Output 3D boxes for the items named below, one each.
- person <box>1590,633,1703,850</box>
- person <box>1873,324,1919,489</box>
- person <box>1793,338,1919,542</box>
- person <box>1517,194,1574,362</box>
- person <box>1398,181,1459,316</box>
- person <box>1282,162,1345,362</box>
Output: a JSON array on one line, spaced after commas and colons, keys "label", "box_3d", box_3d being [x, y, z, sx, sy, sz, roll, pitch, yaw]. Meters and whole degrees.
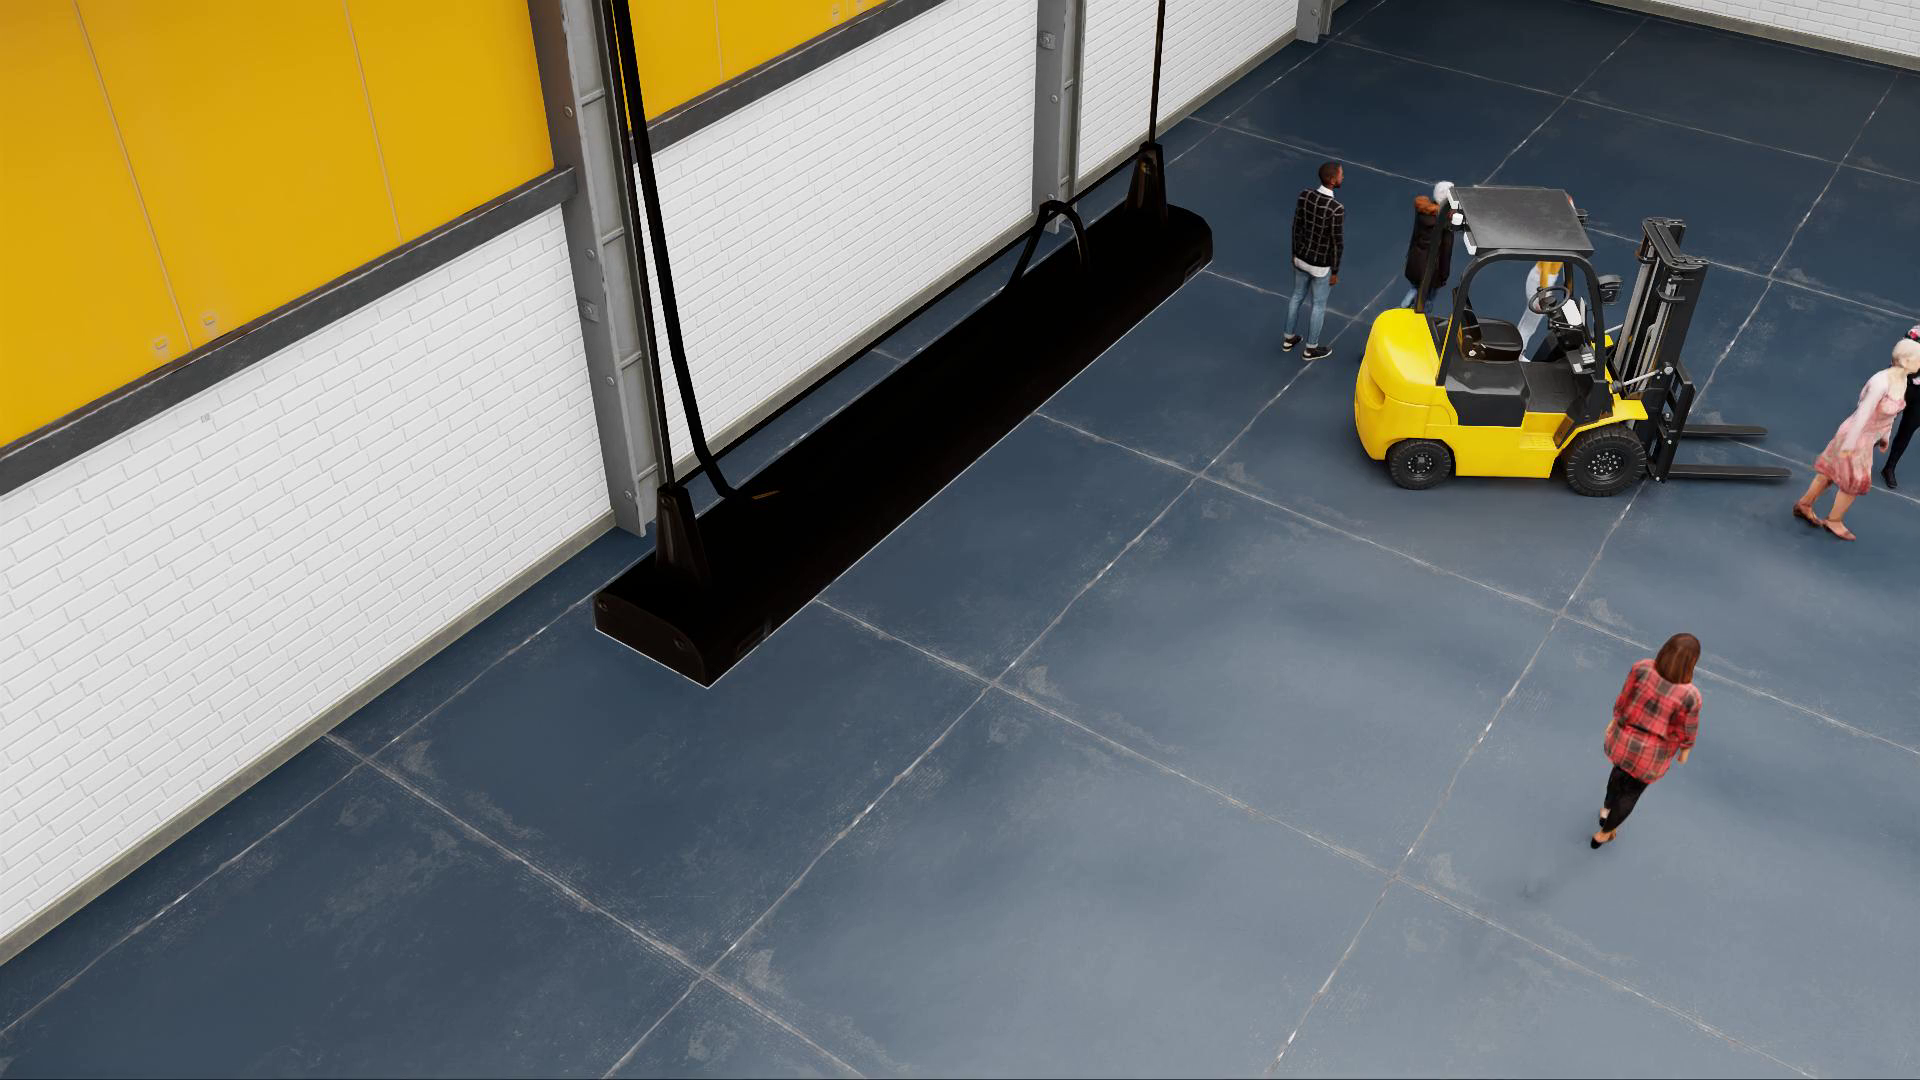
[{"label": "person", "box_3d": [4.046, 1.256, 9.968, 0.709, 1.687, 0.709, -28, 46, -30]}, {"label": "person", "box_3d": [7.441, -1.174, 13.013, 0.626, 1.683, 0.605, 10, 40, 13]}, {"label": "person", "box_3d": [6.712, -0.777, 12.535, 0.700, 1.659, 0.721, -25, 45, -28]}, {"label": "person", "box_3d": [4.953, -2.165, 14.200, 0.697, 1.750, 0.566, 15, 41, 18]}, {"label": "person", "box_3d": [4.048, -2.387, 14.585, 0.863, 1.618, 0.740, -26, 45, -28]}, {"label": "person", "box_3d": [3.077, -2.430, 14.477, 0.641, 1.820, 0.708, -29, 47, -31]}]
